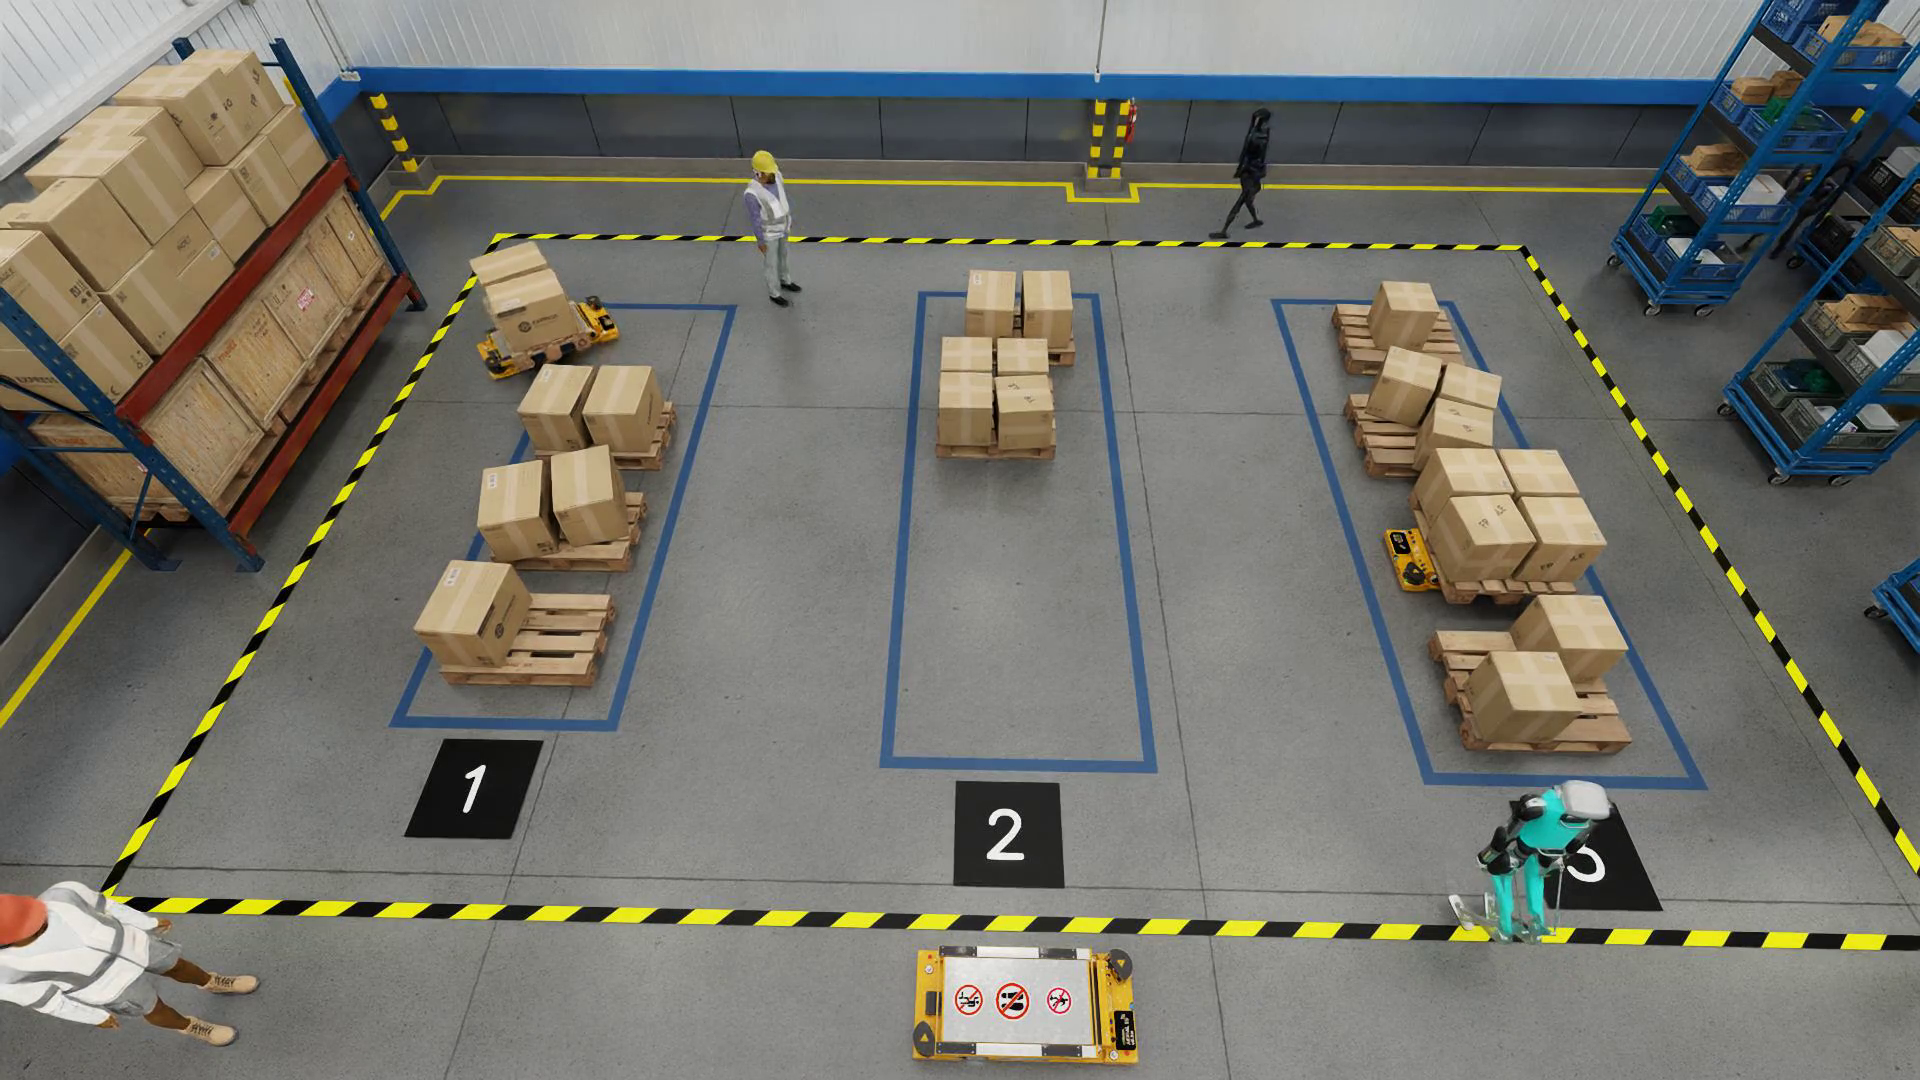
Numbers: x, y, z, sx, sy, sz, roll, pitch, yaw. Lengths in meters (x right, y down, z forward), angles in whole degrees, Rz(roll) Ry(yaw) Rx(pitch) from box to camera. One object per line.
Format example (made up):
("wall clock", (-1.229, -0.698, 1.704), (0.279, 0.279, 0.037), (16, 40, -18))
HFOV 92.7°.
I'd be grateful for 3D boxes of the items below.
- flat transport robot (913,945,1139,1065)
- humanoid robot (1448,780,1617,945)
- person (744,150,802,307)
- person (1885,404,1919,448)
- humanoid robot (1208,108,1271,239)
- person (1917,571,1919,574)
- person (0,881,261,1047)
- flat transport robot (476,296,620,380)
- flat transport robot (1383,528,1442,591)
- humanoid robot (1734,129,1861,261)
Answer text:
("flat transport robot", (0.422, 3.041, 6.007), (1.431, 0.231, 0.659), (1, 51, 1))
("humanoid robot", (3.578, 2.143, 5.704), (0.533, 1.677, 0.735), (1, 51, 1))
("person", (-2.095, -3.519, 10.345), (0.404, 1.829, 0.599), (21, 54, 16))
("person", (9.423, -1.596, 8.666), (0.605, 2.006, 0.479), (-15, 52, -12))
("humanoid robot", (3.571, -4.503, 11.277), (0.781, 1.622, 0.615), (-7, 51, -6))
("person", (8.974, -0.040, 7.535), (0.597, 1.787, 0.930), (-27, 56, -20))
("person", (-4.868, 2.477, 5.324), (0.381, 2.040, 0.615), (1, 51, 1))
("flat transport robot", (-4.667, -2.307, 10.348), (1.431, 0.197, 0.652), (-27, 56, -20))
("flat transport robot", (4.689, 0.155, 8.342), (1.431, 0.197, 0.652), (1, 51, 1))
("humanoid robot", (10.084, -4.087, 10.922), (0.405, 1.659, 0.615), (-29, 56, -21))
